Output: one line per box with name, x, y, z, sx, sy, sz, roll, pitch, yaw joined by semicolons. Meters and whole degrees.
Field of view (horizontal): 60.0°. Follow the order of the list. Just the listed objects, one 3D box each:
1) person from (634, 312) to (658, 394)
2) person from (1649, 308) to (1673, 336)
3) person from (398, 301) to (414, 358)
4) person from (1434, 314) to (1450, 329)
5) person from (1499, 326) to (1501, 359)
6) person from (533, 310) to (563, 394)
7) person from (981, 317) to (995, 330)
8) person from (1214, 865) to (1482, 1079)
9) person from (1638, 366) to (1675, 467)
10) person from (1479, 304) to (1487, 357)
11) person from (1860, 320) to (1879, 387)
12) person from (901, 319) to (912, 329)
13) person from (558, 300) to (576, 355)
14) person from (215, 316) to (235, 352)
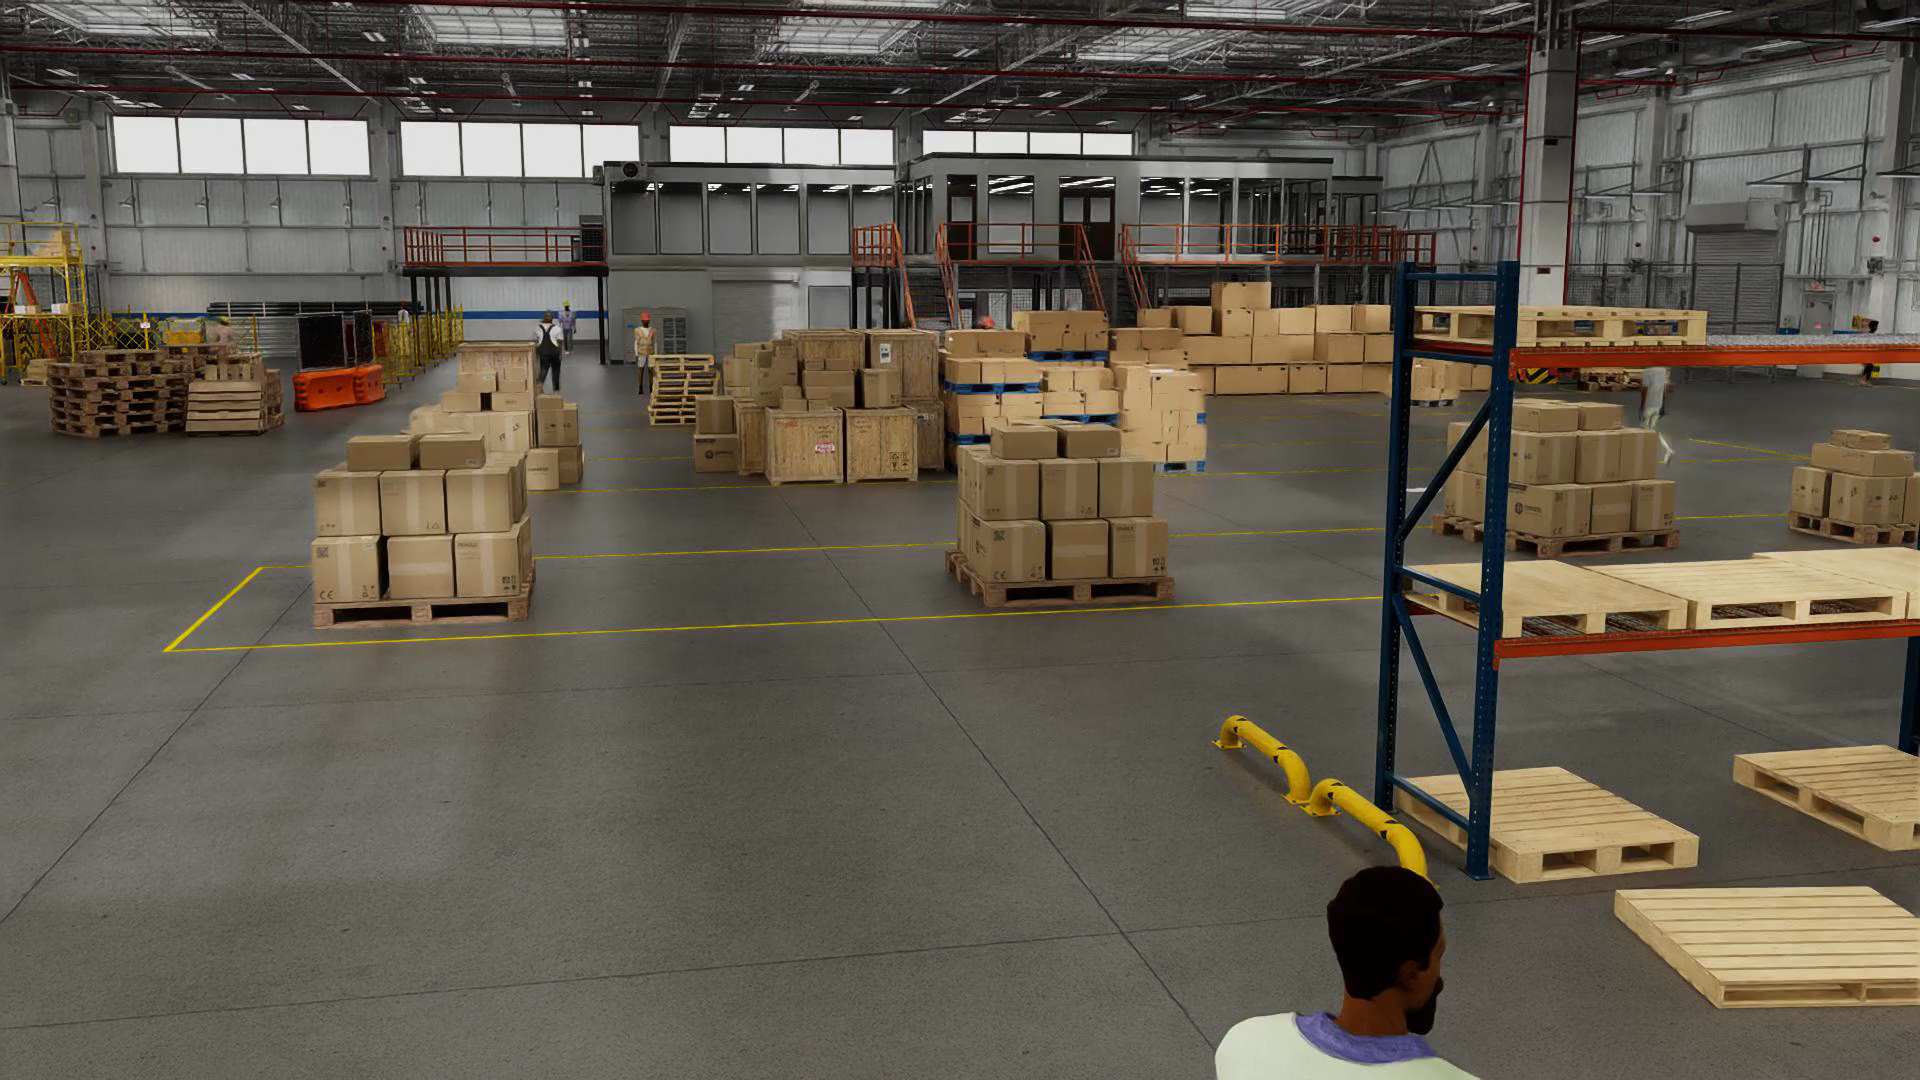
person;-7.441;-4.424;39.457;0.543;1.939;0.359;-3;10;-18
person;18.623;-5.201;44.224;0.593;1.925;0.384;2;9;10
person;-18.395;-6.969;55.132;0.573;1.883;0.354;9;13;42
person;12.395;-4.909;42.481;0.815;1.909;0.580;-2;9;-10
person;15.577;-5.706;47.663;0.863;1.806;0.656;9;13;44
person;-9.706;-4.436;39.216;0.691;2.000;0.781;1;9;4
person;0.582;-3.535;33.876;0.640;1.984;1.049;-4;10;-23
person;0.740;1.548;3.118;0.591;1.916;0.383;7;12;37
person;10.296;-1.959;24.673;0.530;1.853;0.578;-5;11;-27
person;14.324;-5.471;45.663;0.381;1.994;0.614;0;9;-3
person;22.891;-4.674;41.768;0.539;1.682;0.412;-3;10;-20
person;-1.111;-3.743;35.407;0.571;1.923;0.674;-7;11;-35
person;-13.514;-7.309;57.227;0.599;1.886;0.952;-3;10;-17
person;-19.297;-5.009;43.671;0.532;1.724;0.884;0;9;1
